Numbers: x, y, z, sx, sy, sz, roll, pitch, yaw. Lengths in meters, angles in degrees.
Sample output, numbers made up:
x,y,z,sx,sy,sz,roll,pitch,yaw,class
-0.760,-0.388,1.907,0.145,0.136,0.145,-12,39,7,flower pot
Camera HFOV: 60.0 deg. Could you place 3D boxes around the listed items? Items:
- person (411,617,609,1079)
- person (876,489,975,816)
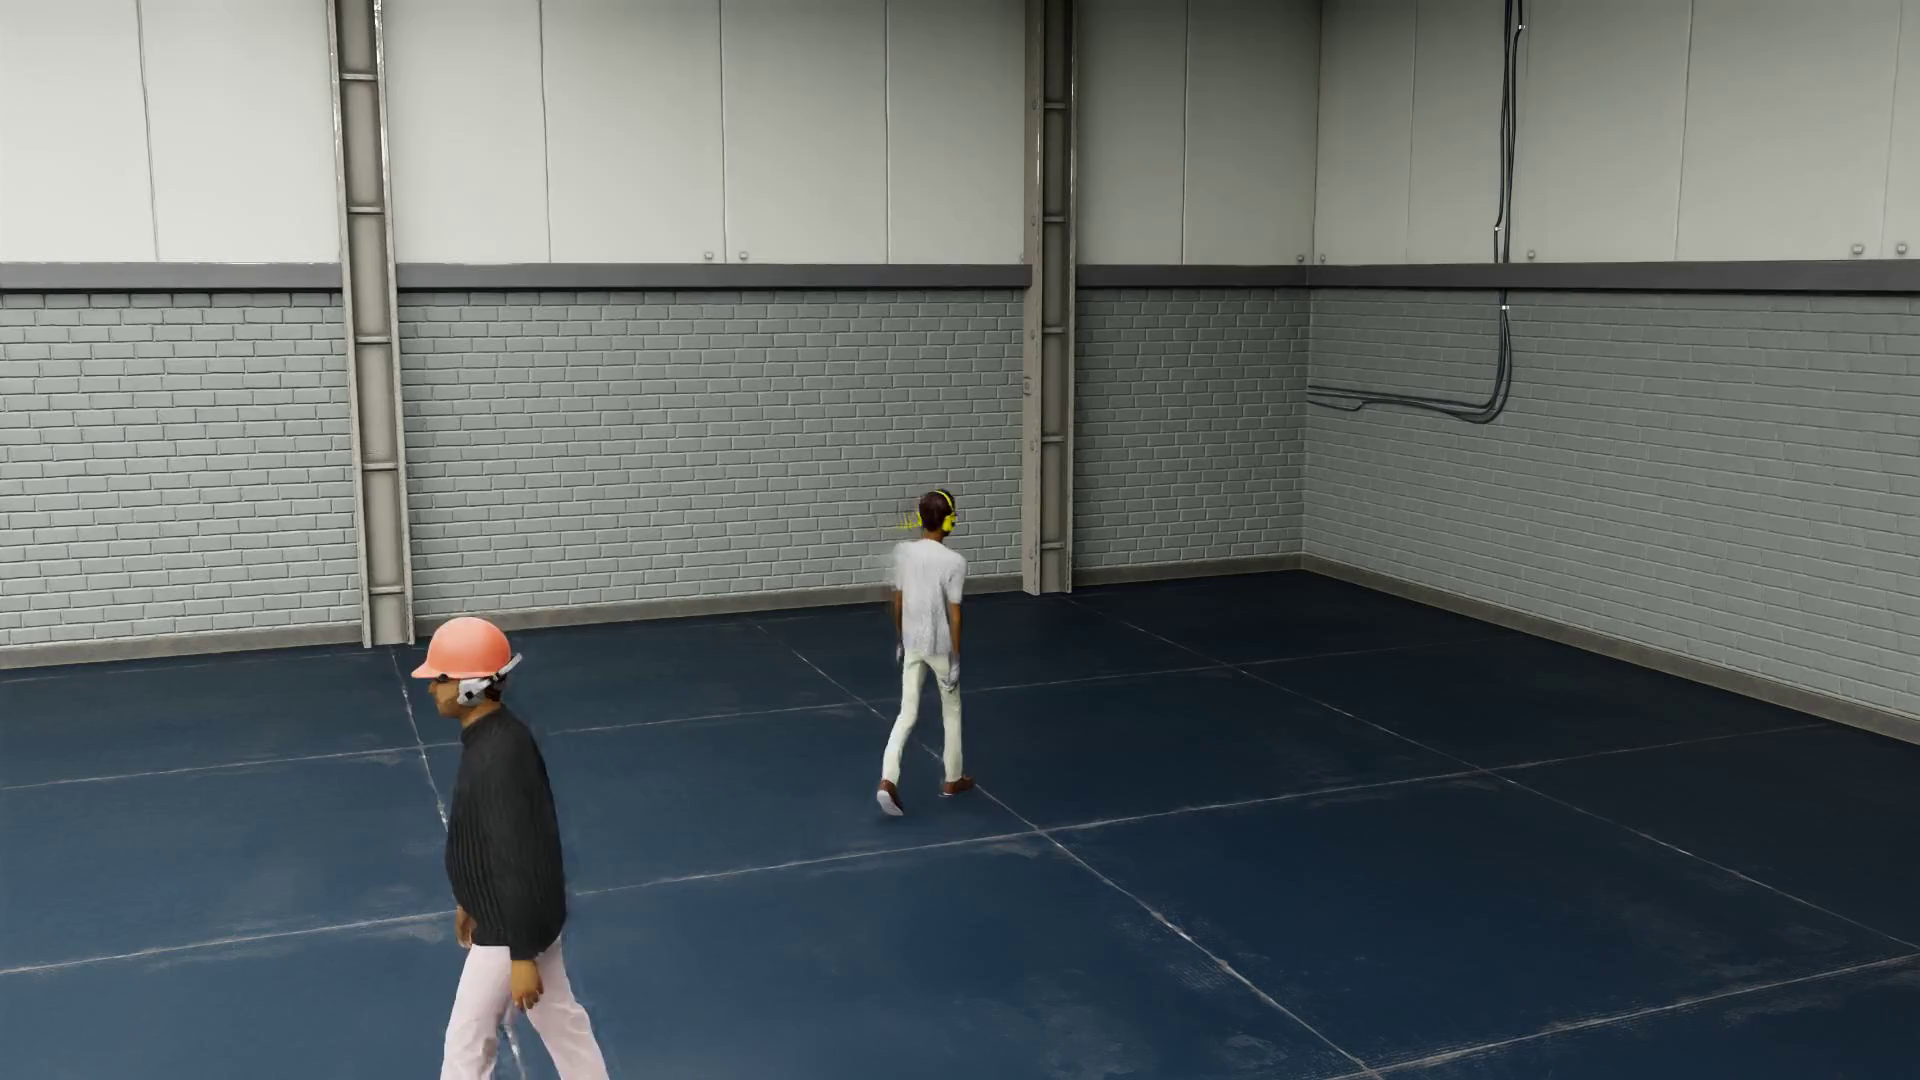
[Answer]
x,y,z,sx,sy,sz,roll,pitch,yaw,class
-1.536,1.216,5.324,0.966,1.956,0.659,-2,9,-10,person
-0.209,0.627,9.429,0.522,1.842,0.896,4,10,26,person
